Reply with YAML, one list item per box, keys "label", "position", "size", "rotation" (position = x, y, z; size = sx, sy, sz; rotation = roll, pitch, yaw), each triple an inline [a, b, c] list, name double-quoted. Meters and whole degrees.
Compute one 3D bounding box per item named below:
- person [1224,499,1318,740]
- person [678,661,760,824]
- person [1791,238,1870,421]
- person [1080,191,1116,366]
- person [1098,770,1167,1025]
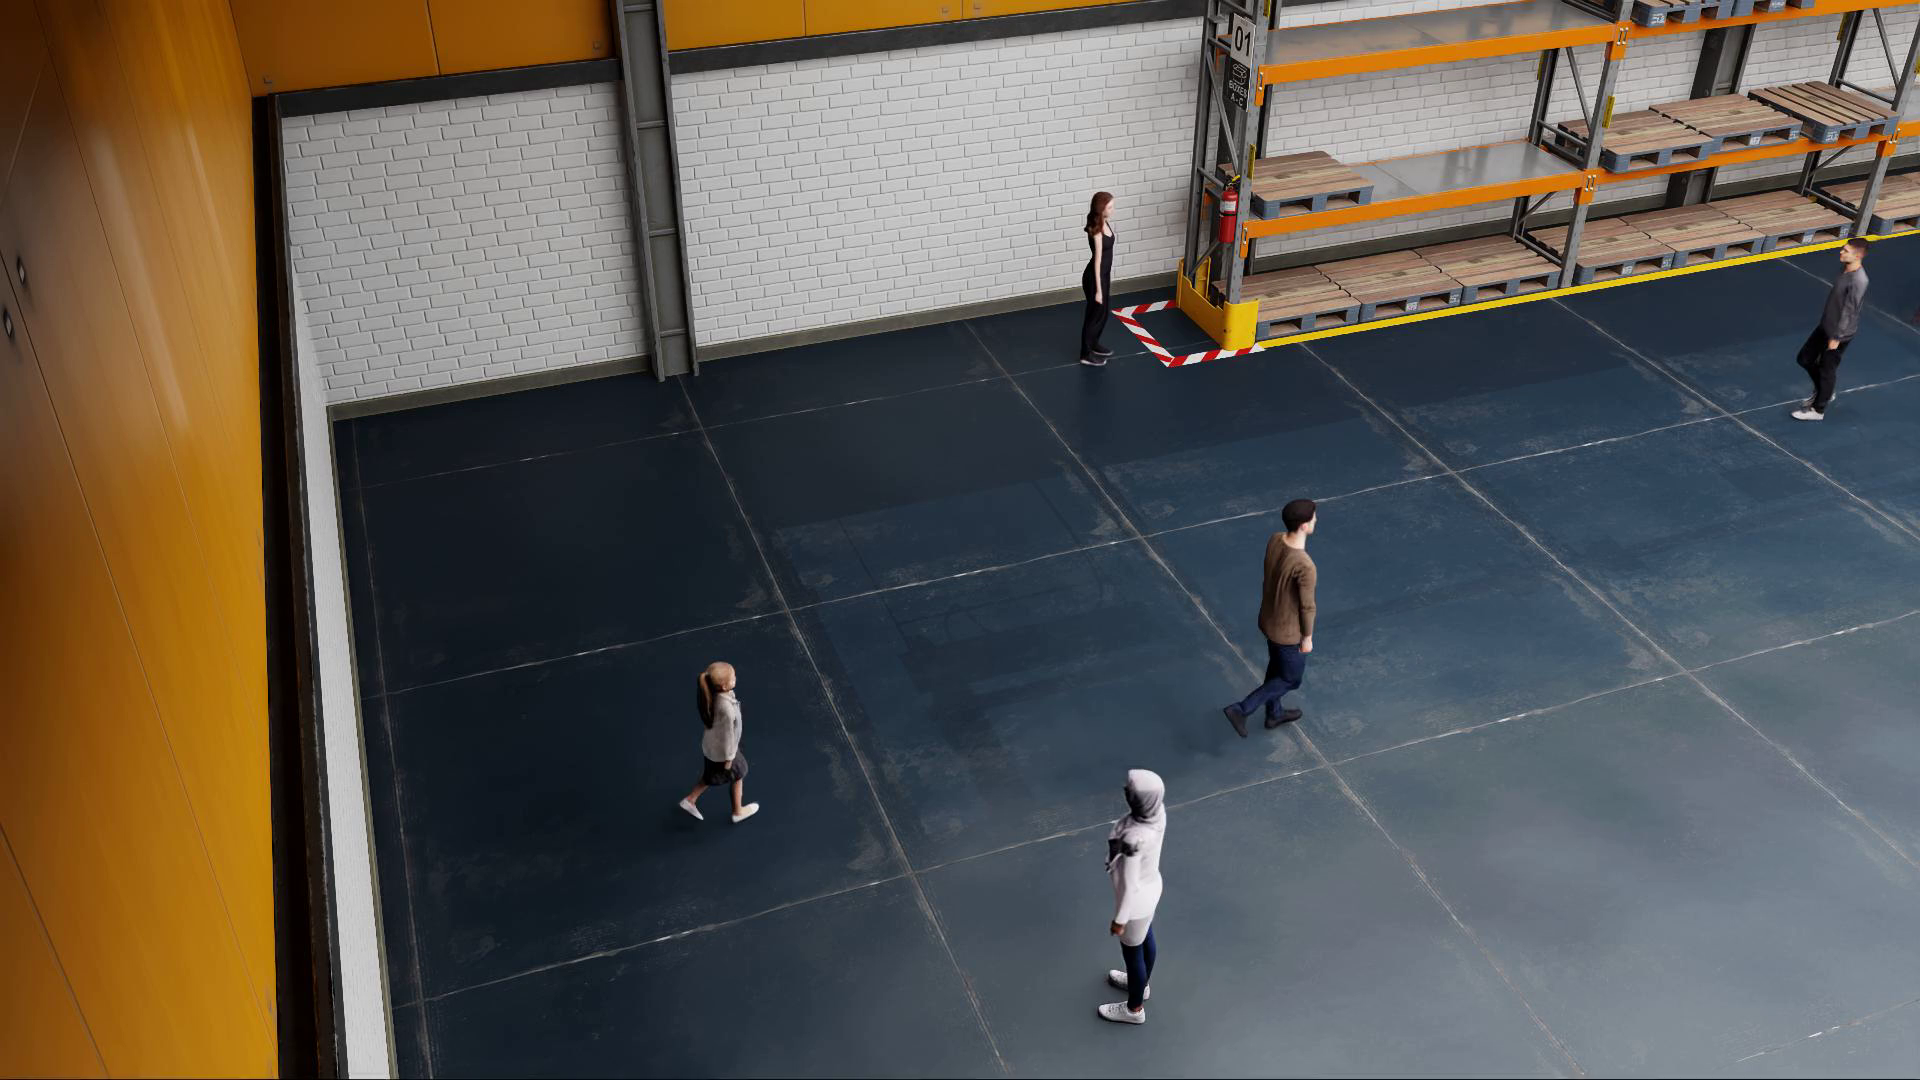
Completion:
- label: "person"
  position: [2.098, 0.574, 11.098]
  size: [0.885, 1.871, 0.652]
  rotation: [-10, 35, -15]
- label: "person"
  position: [-1.562, 1.307, 10.544]
  size: [0.769, 1.263, 0.588]
  rotation: [-15, 37, -22]
- label: "person"
  position: [7.916, -1.865, 14.875]
  size: [0.769, 1.752, 0.734]
  rotation: [2, 34, 3]
- label: "person"
  position: [1.295, -2.499, 15.838]
  size: [0.702, 1.742, 0.674]
  rotation: [8, 35, 12]
- label: "person"
  position: [0.978, 1.953, 9.111]
  size: [0.740, 1.775, 0.682]
  rotation: [14, 36, 20]
